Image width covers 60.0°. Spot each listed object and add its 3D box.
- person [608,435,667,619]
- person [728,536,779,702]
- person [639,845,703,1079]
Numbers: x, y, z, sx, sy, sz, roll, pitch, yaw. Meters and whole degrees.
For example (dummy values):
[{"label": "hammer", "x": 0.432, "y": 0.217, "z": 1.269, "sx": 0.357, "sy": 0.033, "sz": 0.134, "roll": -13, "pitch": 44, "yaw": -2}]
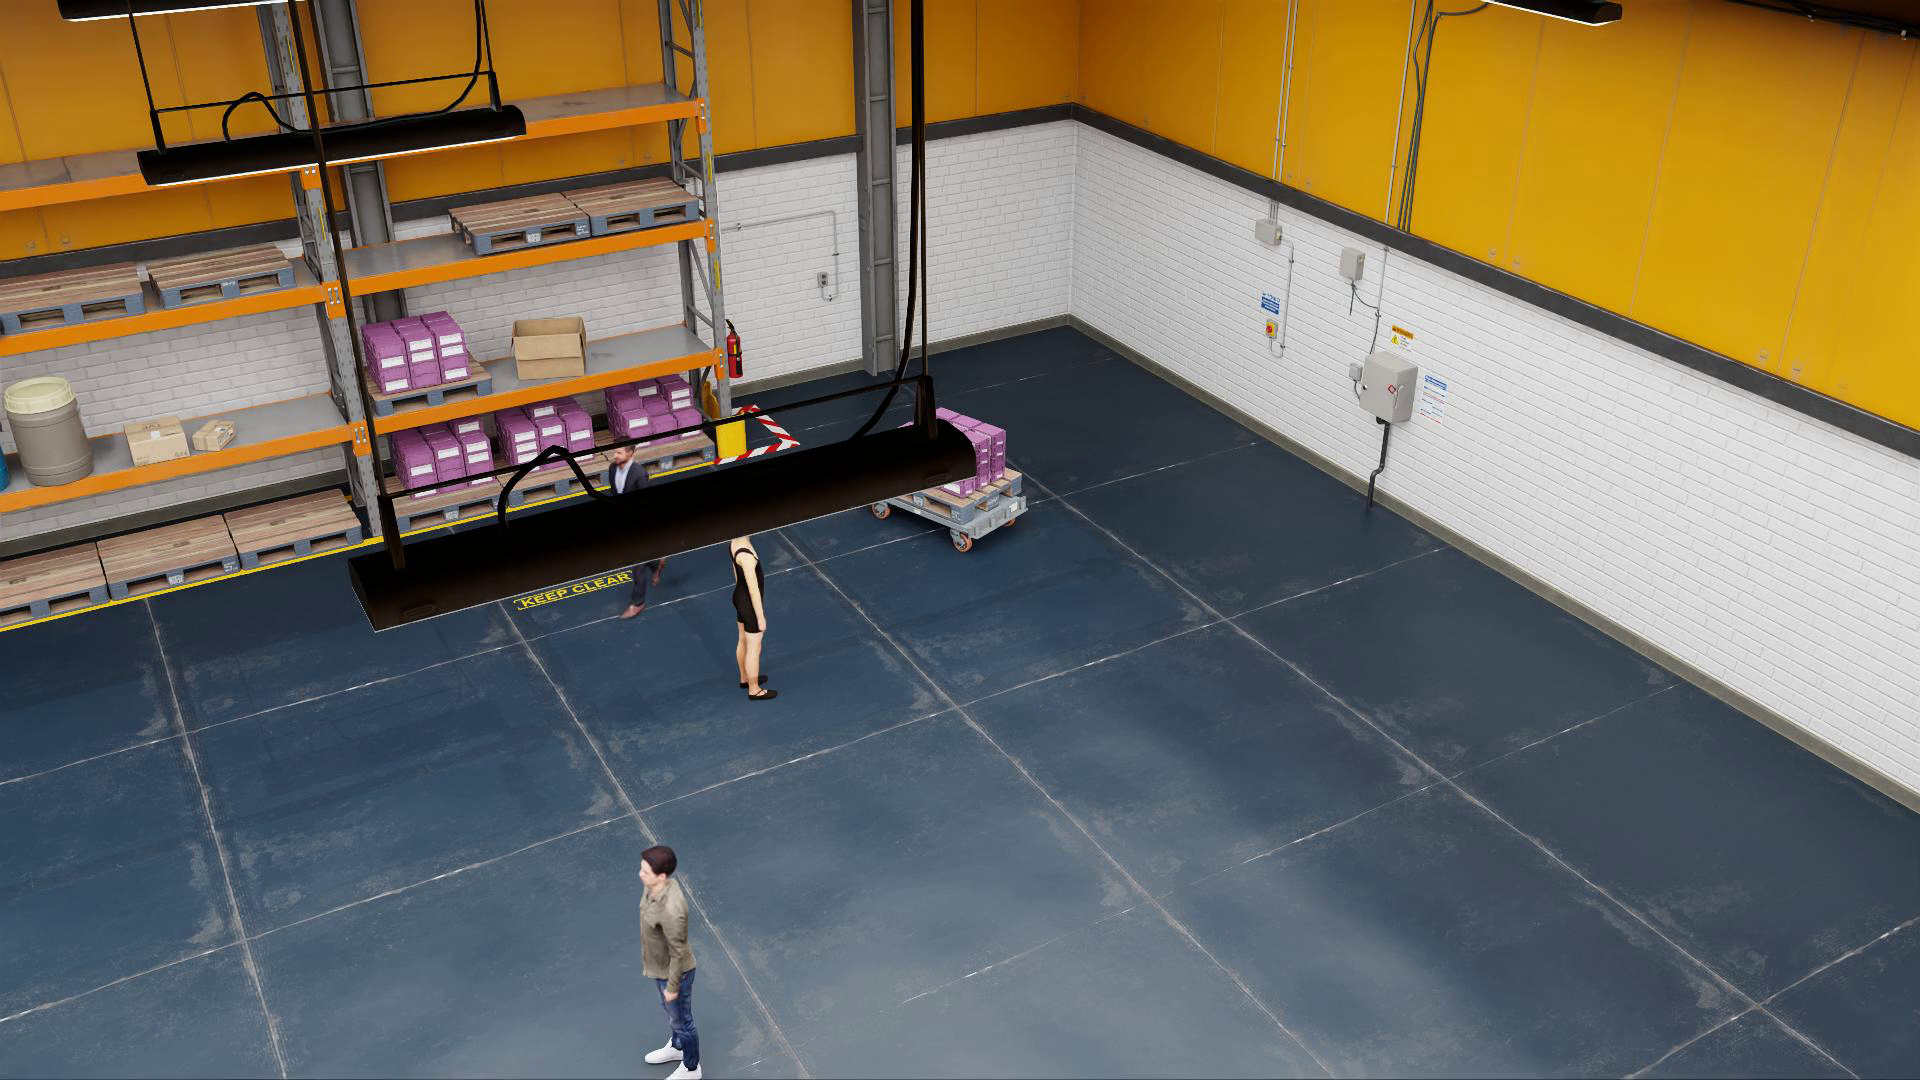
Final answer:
[{"label": "person", "x": -3.071, "y": -0.181, "z": 15.890, "sx": 0.914, "sy": 1.851, "sz": 1.077, "roll": 17, "pitch": 33, "yaw": 28}, {"label": "person", "x": -1.859, "y": 0.562, "z": 14.565, "sx": 0.541, "sy": 1.816, "sz": 0.660, "roll": -12, "pitch": 31, "yaw": -21}, {"label": "person", "x": -1.834, "y": 2.697, "z": 10.597, "sx": 0.607, "sy": 1.867, "sz": 0.717, "roll": -12, "pitch": 31, "yaw": -22}]
